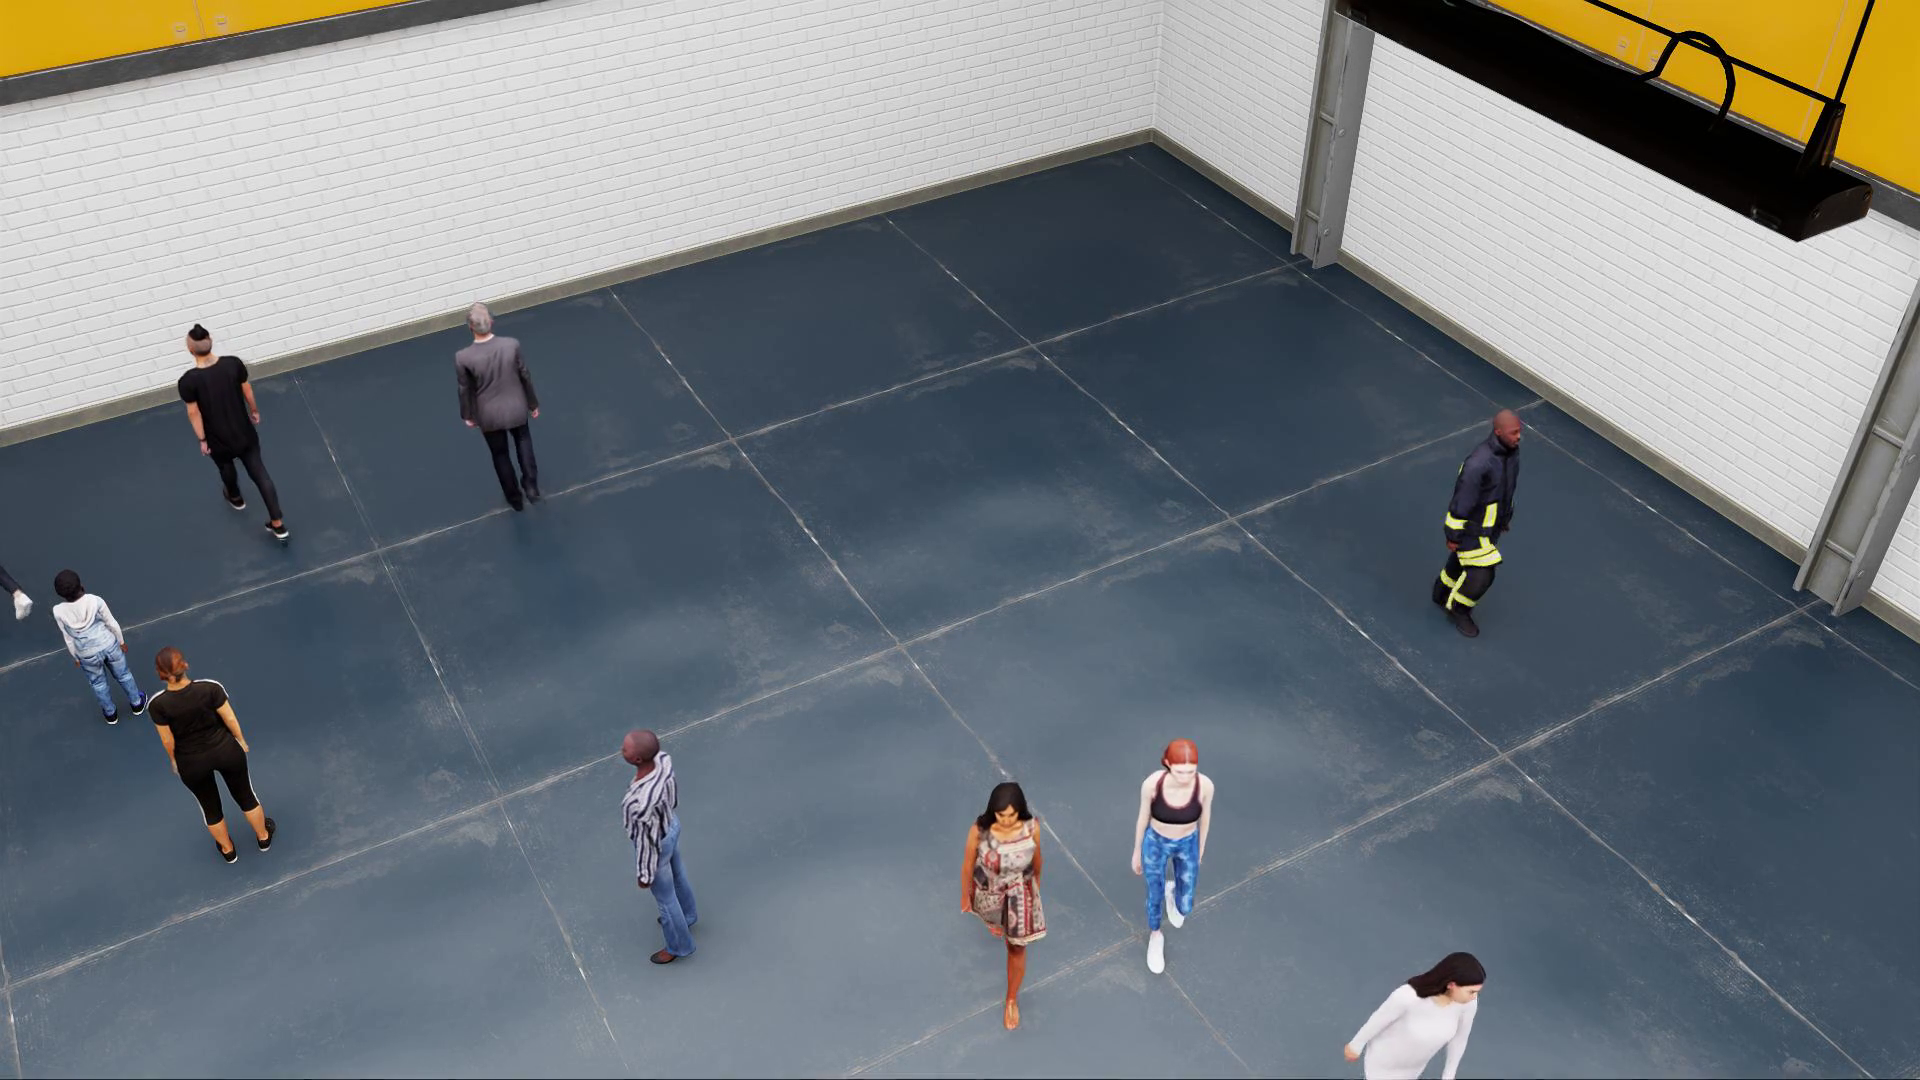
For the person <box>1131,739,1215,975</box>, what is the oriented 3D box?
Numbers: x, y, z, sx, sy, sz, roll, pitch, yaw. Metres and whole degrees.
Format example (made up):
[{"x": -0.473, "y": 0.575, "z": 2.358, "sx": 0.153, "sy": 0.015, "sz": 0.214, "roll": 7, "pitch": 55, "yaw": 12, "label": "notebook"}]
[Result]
[{"x": 1.182, "y": 1.711, "z": 9.471, "sx": 0.768, "sy": 1.777, "sz": 0.854, "roll": 3, "pitch": 39, "yaw": 3, "label": "person"}]

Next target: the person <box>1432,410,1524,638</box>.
[{"x": 3.612, "y": -0.193, "z": 11.831, "sx": 0.841, "sy": 1.807, "sz": 0.850, "roll": -30, "pitch": 48, "yaw": -32, "label": "person"}]

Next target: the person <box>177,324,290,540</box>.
[{"x": -5.483, "y": -0.806, "z": 12.591, "sx": 1.233, "sy": 1.816, "sz": 0.884, "roll": 32, "pitch": 48, "yaw": 34, "label": "person"}]

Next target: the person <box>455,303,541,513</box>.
[{"x": -3.506, "y": -0.964, "z": 12.781, "sx": 0.750, "sy": 1.827, "sz": 0.639, "roll": -17, "pitch": 42, "yaw": -20, "label": "person"}]

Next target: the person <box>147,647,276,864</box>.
[{"x": -4.559, "y": 1.295, "z": 10.078, "sx": 0.591, "sy": 1.669, "sz": 0.507, "roll": -17, "pitch": 42, "yaw": -21, "label": "person"}]

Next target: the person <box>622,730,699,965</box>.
[{"x": -1.706, "y": 1.726, "z": 9.437, "sx": 0.759, "sy": 1.796, "sz": 0.650, "roll": 2, "pitch": 39, "yaw": 3, "label": "person"}]

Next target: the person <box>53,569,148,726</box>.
[{"x": -5.798, "y": 0.706, "z": 11.143, "sx": 0.477, "sy": 1.260, "sz": 0.476, "roll": -20, "pitch": 43, "yaw": -23, "label": "person"}]

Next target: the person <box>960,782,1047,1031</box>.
[{"x": 0.239, "y": 1.887, "z": 9.391, "sx": 0.967, "sy": 1.602, "sz": 1.216, "roll": -4, "pitch": 39, "yaw": -5, "label": "person"}]

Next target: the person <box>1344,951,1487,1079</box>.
[{"x": 2.186, "y": 2.584, "z": 8.398, "sx": 0.850, "sy": 1.752, "sz": 0.990, "roll": 0, "pitch": 39, "yaw": 0, "label": "person"}]
